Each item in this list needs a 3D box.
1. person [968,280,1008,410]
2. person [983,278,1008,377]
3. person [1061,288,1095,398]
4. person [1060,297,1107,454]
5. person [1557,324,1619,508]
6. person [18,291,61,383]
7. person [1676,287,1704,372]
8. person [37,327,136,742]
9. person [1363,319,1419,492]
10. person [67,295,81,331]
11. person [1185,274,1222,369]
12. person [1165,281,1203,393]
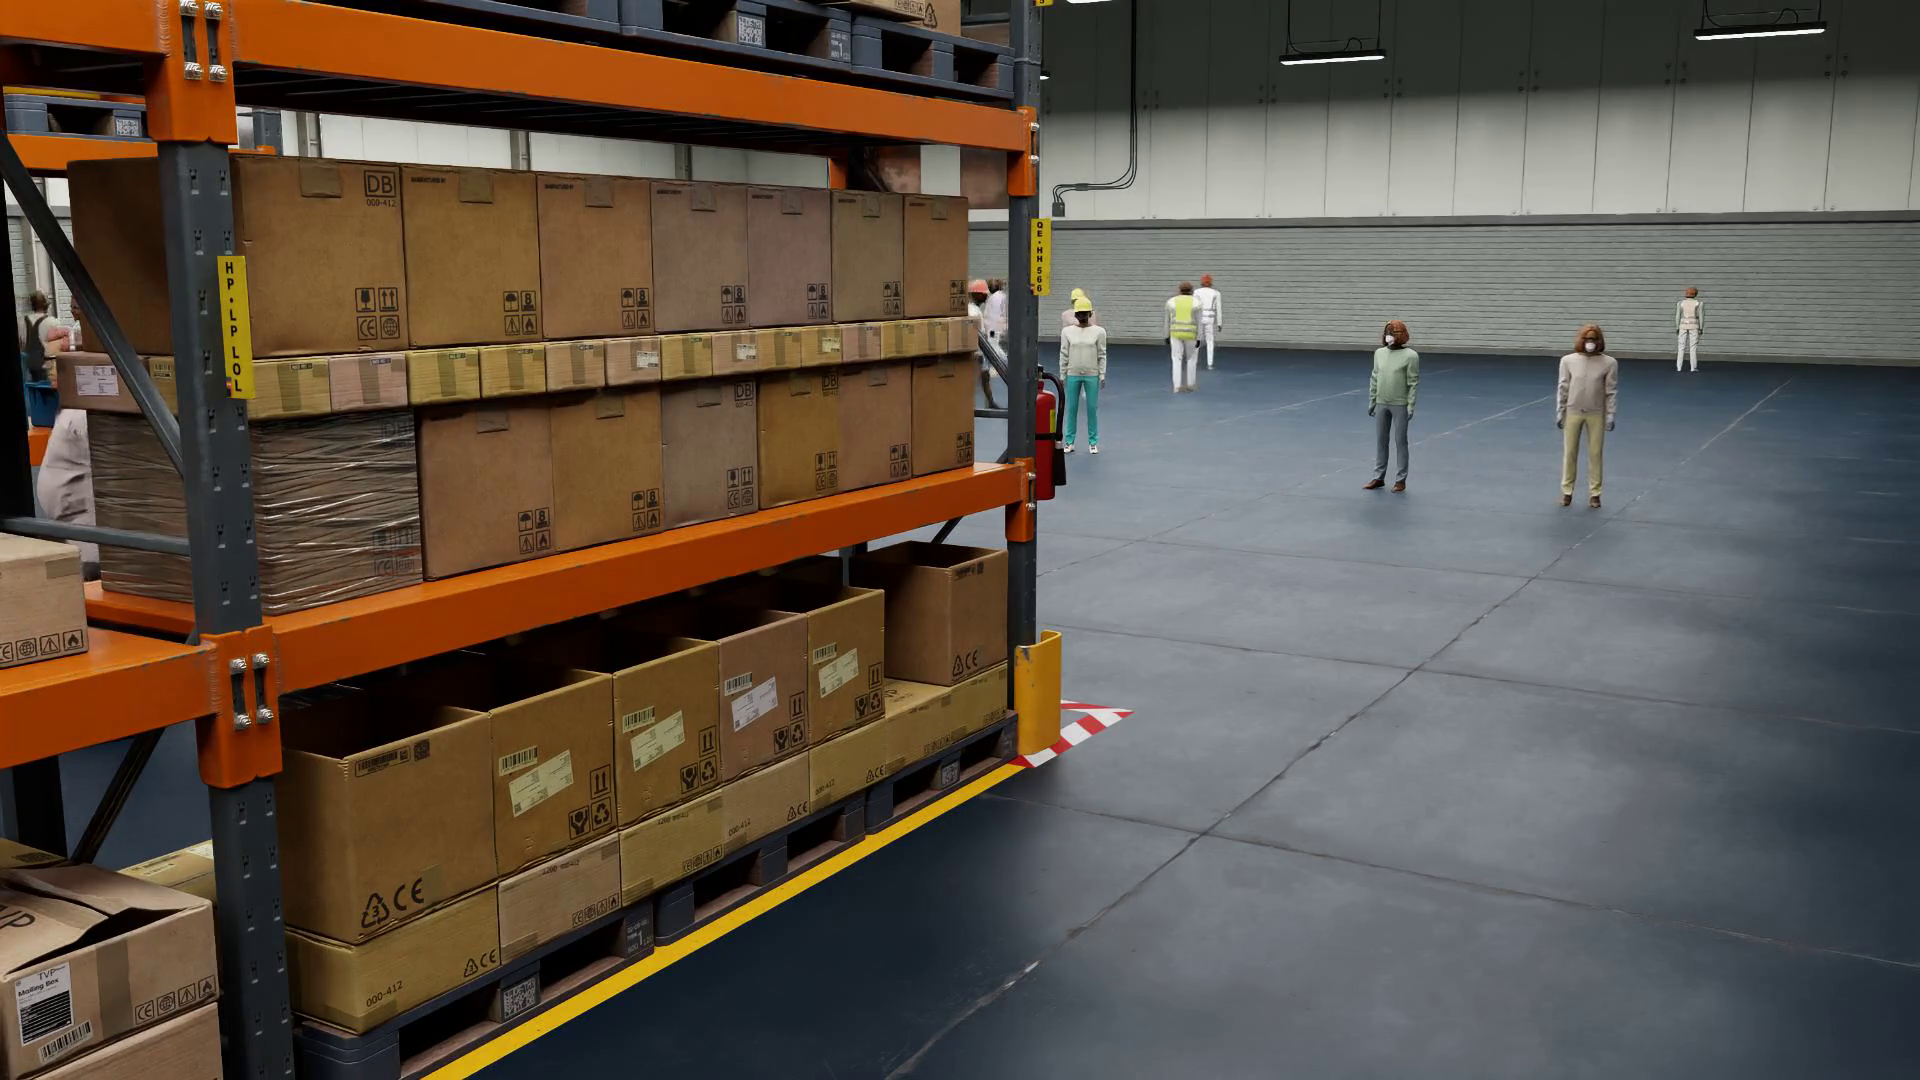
[{"bbox_3d":[0.294,-2.610,22.842,0.929,1.891,0.572,1,10,8],"label":"person"},{"bbox_3d":[0.685,-3.903,30.605,0.531,1.831,0.633,1,10,6],"label":"person"},{"bbox_3d":[1.803,-2.950,25.269,0.537,1.750,0.573,2,10,13],"label":"person"},{"bbox_3d":[1.384,-1.850,18.775,0.533,1.767,0.312,2,10,11],"label":"person"},{"bbox_3d":[5.571,-1.099,14.783,0.508,1.632,0.289,4,11,24],"label":"person"},{"bbox_3d":[-11.001,-2.064,19.880,0.518,1.823,0.707,1,10,5],"label":"person"},{"bbox_3d":[14.049,-4.050,32.030,0.511,1.638,0.308,7,12,36],"label":"person"},{"bbox_3d":[-3.994,-0.016,7.643,0.399,1.904,0.686,-5,11,-28],"label":"person"},{"bbox_3d":[4.097,-1.271,15.771,0.280,1.634,0.498,-9,13,-42],"label":"person"},{"bbox_3d":[-8.419,-1.455,16.113,0.584,1.882,0.345,3,10,19],"label":"person"},{"bbox_3d":[4.782,-4.270,32.634,0.746,1.872,0.516,0,10,1],"label":"person"},{"bbox_3d":[3.701,-3.339,27.378,0.638,1.805,0.882,3,10,14],"label":"person"}]
